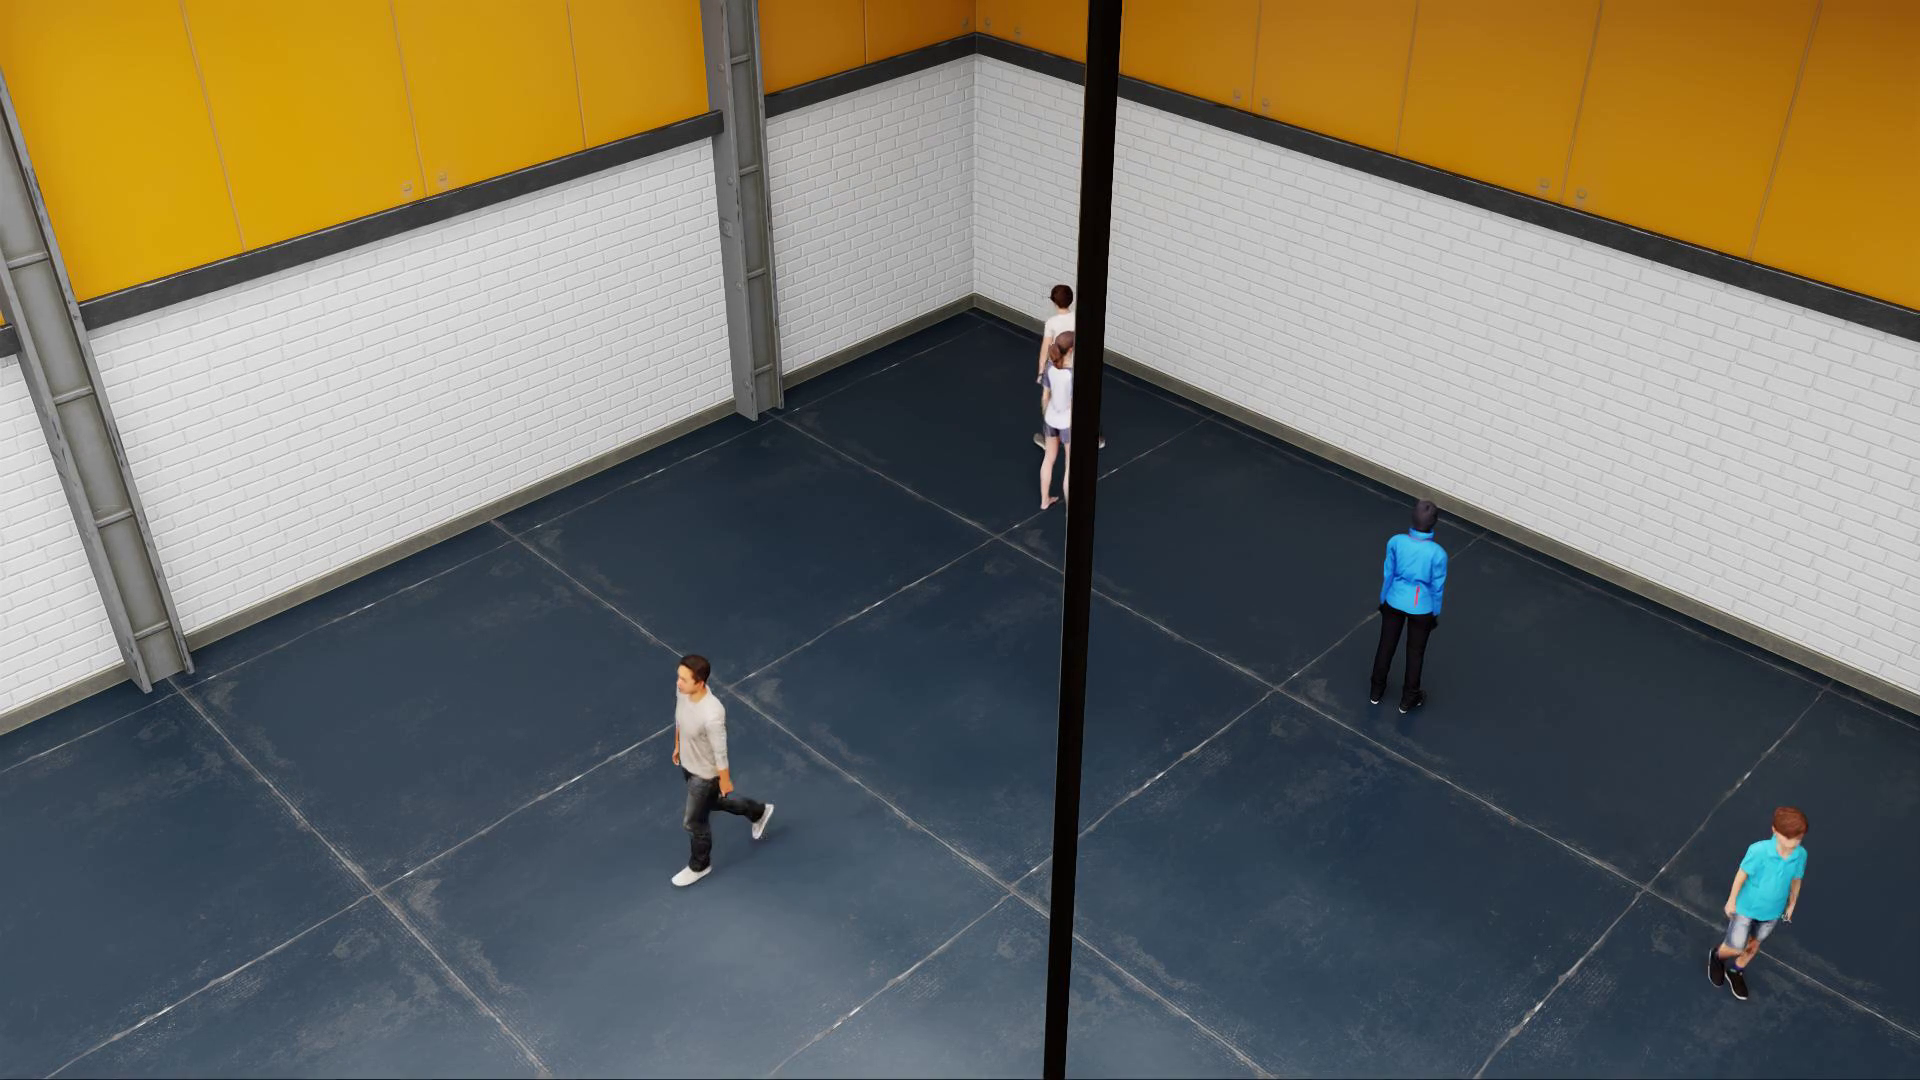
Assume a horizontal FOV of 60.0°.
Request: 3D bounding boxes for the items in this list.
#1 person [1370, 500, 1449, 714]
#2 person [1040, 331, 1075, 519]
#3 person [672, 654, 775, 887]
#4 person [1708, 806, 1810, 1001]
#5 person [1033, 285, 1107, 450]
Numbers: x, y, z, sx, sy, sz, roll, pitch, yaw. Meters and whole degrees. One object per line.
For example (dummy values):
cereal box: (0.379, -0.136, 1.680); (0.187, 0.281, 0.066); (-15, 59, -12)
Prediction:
person: (3.290, 0.486, 12.200); (0.653, 1.801, 0.613); (19, 38, 26)
person: (0.893, -1.015, 14.490); (0.595, 1.766, 0.568); (24, 41, 32)
person: (-1.582, 1.426, 10.798); (1.093, 1.787, 0.813); (-19, 38, -26)
person: (4.803, 2.132, 10.044); (0.638, 1.447, 0.698); (0, 34, 1)
person: (0.960, -1.586, 15.463); (0.903, 1.638, 1.029); (-9, 35, -14)
